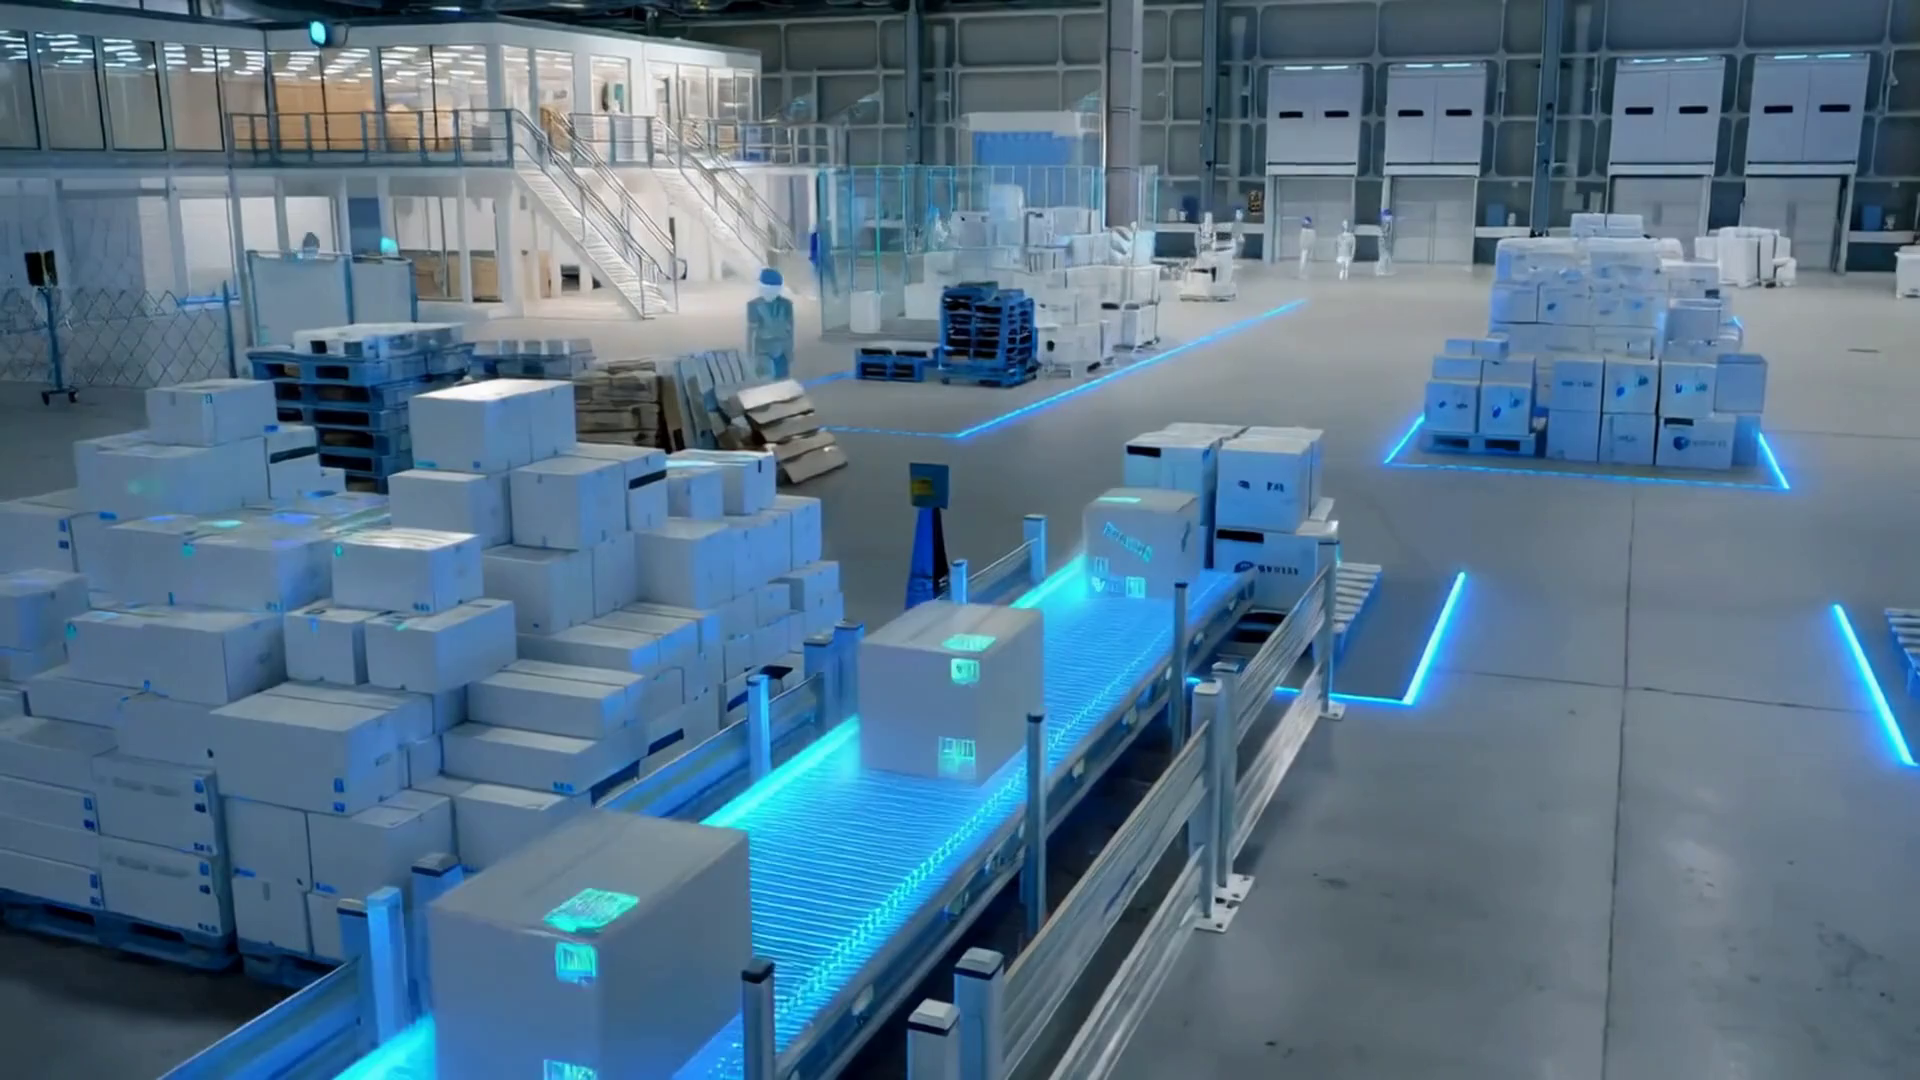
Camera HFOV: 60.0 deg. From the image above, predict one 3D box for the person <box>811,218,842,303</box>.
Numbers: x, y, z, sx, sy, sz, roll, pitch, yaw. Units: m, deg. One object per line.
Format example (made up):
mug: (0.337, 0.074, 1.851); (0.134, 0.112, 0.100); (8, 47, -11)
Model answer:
person: (-3.084, -6.346, 37.861); (0.819, 1.907, 0.651); (10, 16, 37)

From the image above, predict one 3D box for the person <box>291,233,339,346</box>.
person: (-10.237, -3.872, 26.451); (0.538, 2.000, 0.700); (8, 15, 32)

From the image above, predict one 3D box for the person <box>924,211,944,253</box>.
person: (-0.776, -8.328, 46.801); (0.634, 1.895, 0.968); (-6, 14, -25)

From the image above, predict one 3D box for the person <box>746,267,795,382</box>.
person: (-2.162, -2.145, 18.971); (0.543, 1.925, 0.511); (-8, 15, -30)

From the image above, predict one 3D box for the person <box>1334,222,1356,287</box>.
person: (9.956, -7.382, 43.049); (0.557, 1.649, 0.847); (3, 13, 14)

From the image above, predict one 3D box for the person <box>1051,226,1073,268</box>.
person: (1.952, -4.581, 29.695); (0.742, 2.016, 0.635); (1, 13, 6)

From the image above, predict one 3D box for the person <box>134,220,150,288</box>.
person: (-20.821, -7.316, 42.211); (0.540, 1.887, 0.678); (-8, 15, -32)

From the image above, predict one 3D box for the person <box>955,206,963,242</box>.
person: (-0.006, -8.460, 47.133); (0.624, 1.993, 0.385); (4, 13, 19)

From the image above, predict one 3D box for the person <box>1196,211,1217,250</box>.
person: (7.145, -8.611, 48.206); (0.627, 1.828, 0.511); (-1, 13, -7)

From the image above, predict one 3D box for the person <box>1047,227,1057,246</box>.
person: (1.863, -5.394, 33.667); (0.328, 1.872, 0.513); (7, 15, 30)

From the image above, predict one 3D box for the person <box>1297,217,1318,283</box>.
person: (9.327, -7.743, 44.486); (0.533, 1.743, 0.733); (-4, 13, -19)

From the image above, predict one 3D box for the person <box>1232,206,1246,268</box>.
person: (8.651, -9.366, 51.416); (0.685, 1.904, 0.602); (3, 13, 14)

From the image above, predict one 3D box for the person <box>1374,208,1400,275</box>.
person: (12.360, -8.571, 47.837); (0.900, 1.900, 0.575); (9, 15, 35)

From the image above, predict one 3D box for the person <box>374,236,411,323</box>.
person: (-9.387, -4.079, 27.638); (0.590, 1.926, 0.388); (-7, 15, -30)
